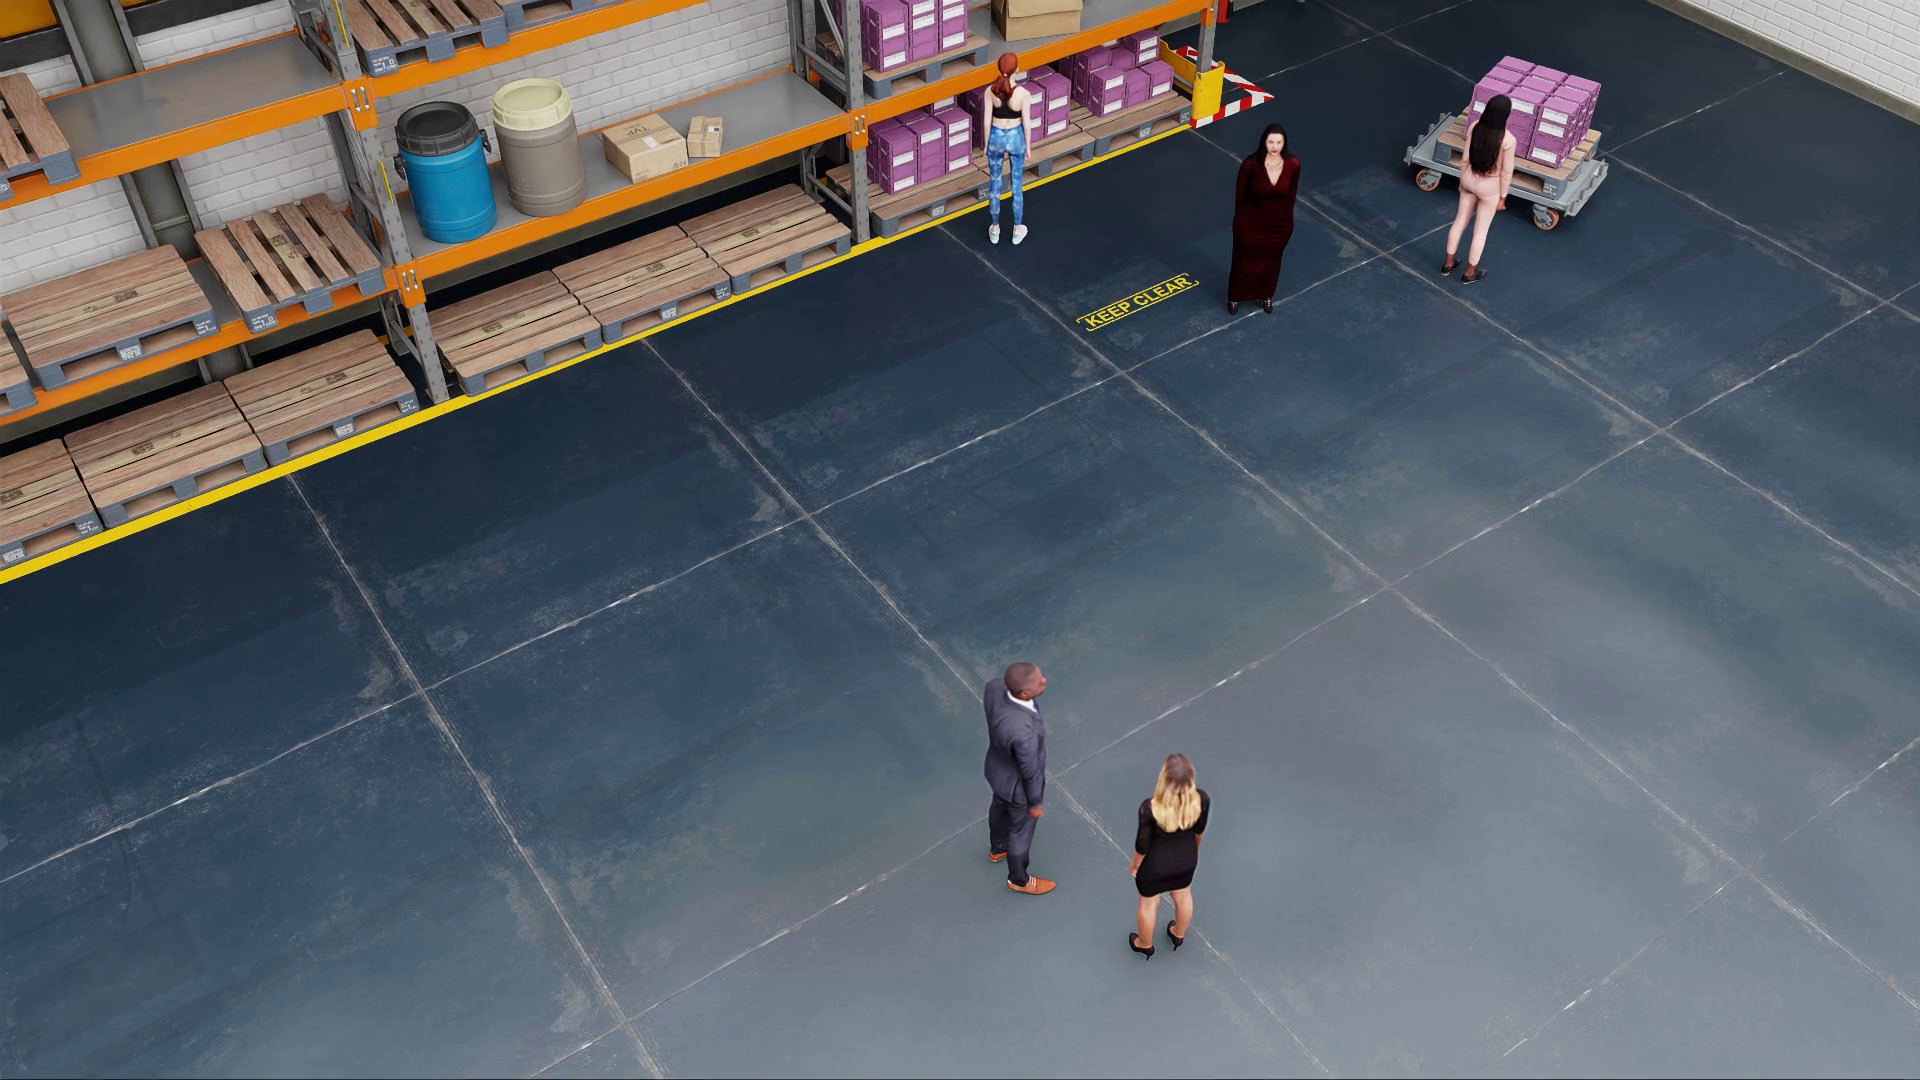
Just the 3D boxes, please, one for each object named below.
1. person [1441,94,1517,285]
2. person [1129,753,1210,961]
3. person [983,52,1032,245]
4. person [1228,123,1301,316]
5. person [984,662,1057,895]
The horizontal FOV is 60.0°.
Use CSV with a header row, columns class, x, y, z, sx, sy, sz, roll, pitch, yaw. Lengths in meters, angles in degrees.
class,x,y,z,sx,sy,sz,roll,pitch,yaw
person,4.381,-2.954,13.993,0.566,1.721,0.637,-31,52,-29
person,1.128,1.747,9.092,0.513,1.675,0.663,-11,45,-11
person,0.399,-3.388,14.404,0.666,1.784,0.734,4,44,4
person,2.478,-2.621,13.618,0.719,1.758,0.827,-3,44,-3
person,0.323,1.325,9.428,0.685,1.824,0.757,-15,46,-15
